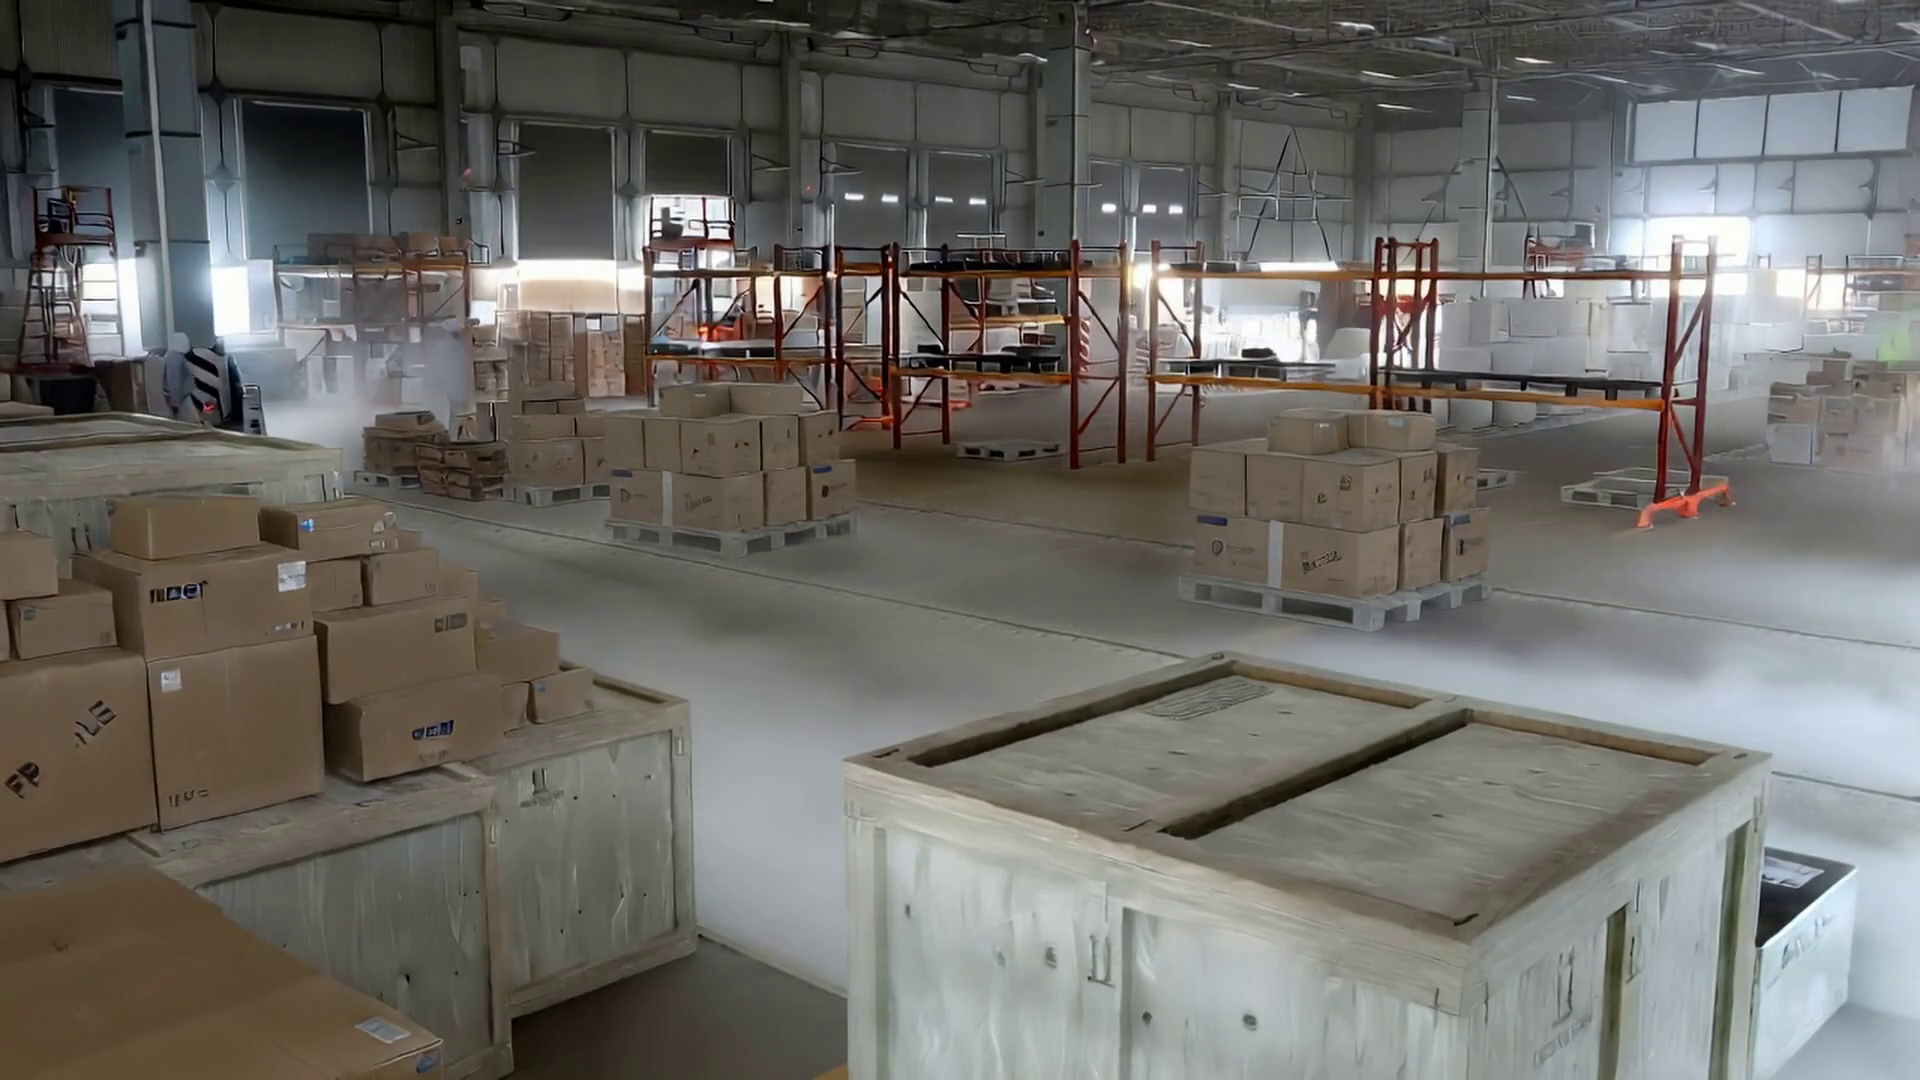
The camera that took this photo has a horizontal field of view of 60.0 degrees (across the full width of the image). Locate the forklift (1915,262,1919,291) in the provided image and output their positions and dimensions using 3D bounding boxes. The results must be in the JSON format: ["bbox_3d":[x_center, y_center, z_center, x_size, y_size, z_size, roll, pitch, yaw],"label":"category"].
[{"bbox_3d":[22.854,-5.205,39.456,1.873,2.768,1.129,6,11,34],"label":"forklift"}]

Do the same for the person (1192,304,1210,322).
[{"bbox_3d":[7.392,-6.443,50.971,0.529,1.590,0.864,-1,9,-5],"label":"person"}]

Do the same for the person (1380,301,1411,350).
[{"bbox_3d":[10.072,-4.580,38.620,0.635,1.909,0.865,7,11,35],"label":"person"}]

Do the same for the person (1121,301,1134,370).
[{"bbox_3d":[4.356,-5.258,42.987,0.404,1.832,0.547,0,9,-1],"label":"person"}]

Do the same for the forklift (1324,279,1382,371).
[{"bbox_3d":[10.016,-5.866,43.508,1.873,2.768,1.129,9,13,43],"label":"forklift"}]

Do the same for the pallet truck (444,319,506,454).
[{"bbox_3d":[-6.981,-1.942,22.150,1.885,1.965,0.823,1,9,9],"label":"pallet truck"}]

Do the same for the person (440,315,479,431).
[{"bbox_3d":[-7.840,-2.540,26.006,0.641,1.944,1.038,7,12,37],"label":"person"}]

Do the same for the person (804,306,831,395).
[{"bbox_3d":[-3.014,-3.992,35.093,0.580,1.882,0.383,1,9,3],"label":"person"}]

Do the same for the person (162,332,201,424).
[{"bbox_3d":[-10.280,-1.871,22.270,0.833,1.811,0.661,-4,10,-23],"label":"person"}]

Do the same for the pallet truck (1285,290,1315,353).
[{"bbox_3d":[11.297,-6.951,52.861,1.885,1.965,0.823,-5,11,-29],"label":"pallet truck"}]

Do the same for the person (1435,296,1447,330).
[{"bbox_3d":[13.232,-5.704,45.502,0.651,1.920,0.522,7,11,36],"label":"person"}]

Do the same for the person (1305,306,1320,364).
[{"bbox_3d":[8.714,-4.904,41.112,0.370,1.729,0.509,2,10,13],"label":"person"}]
